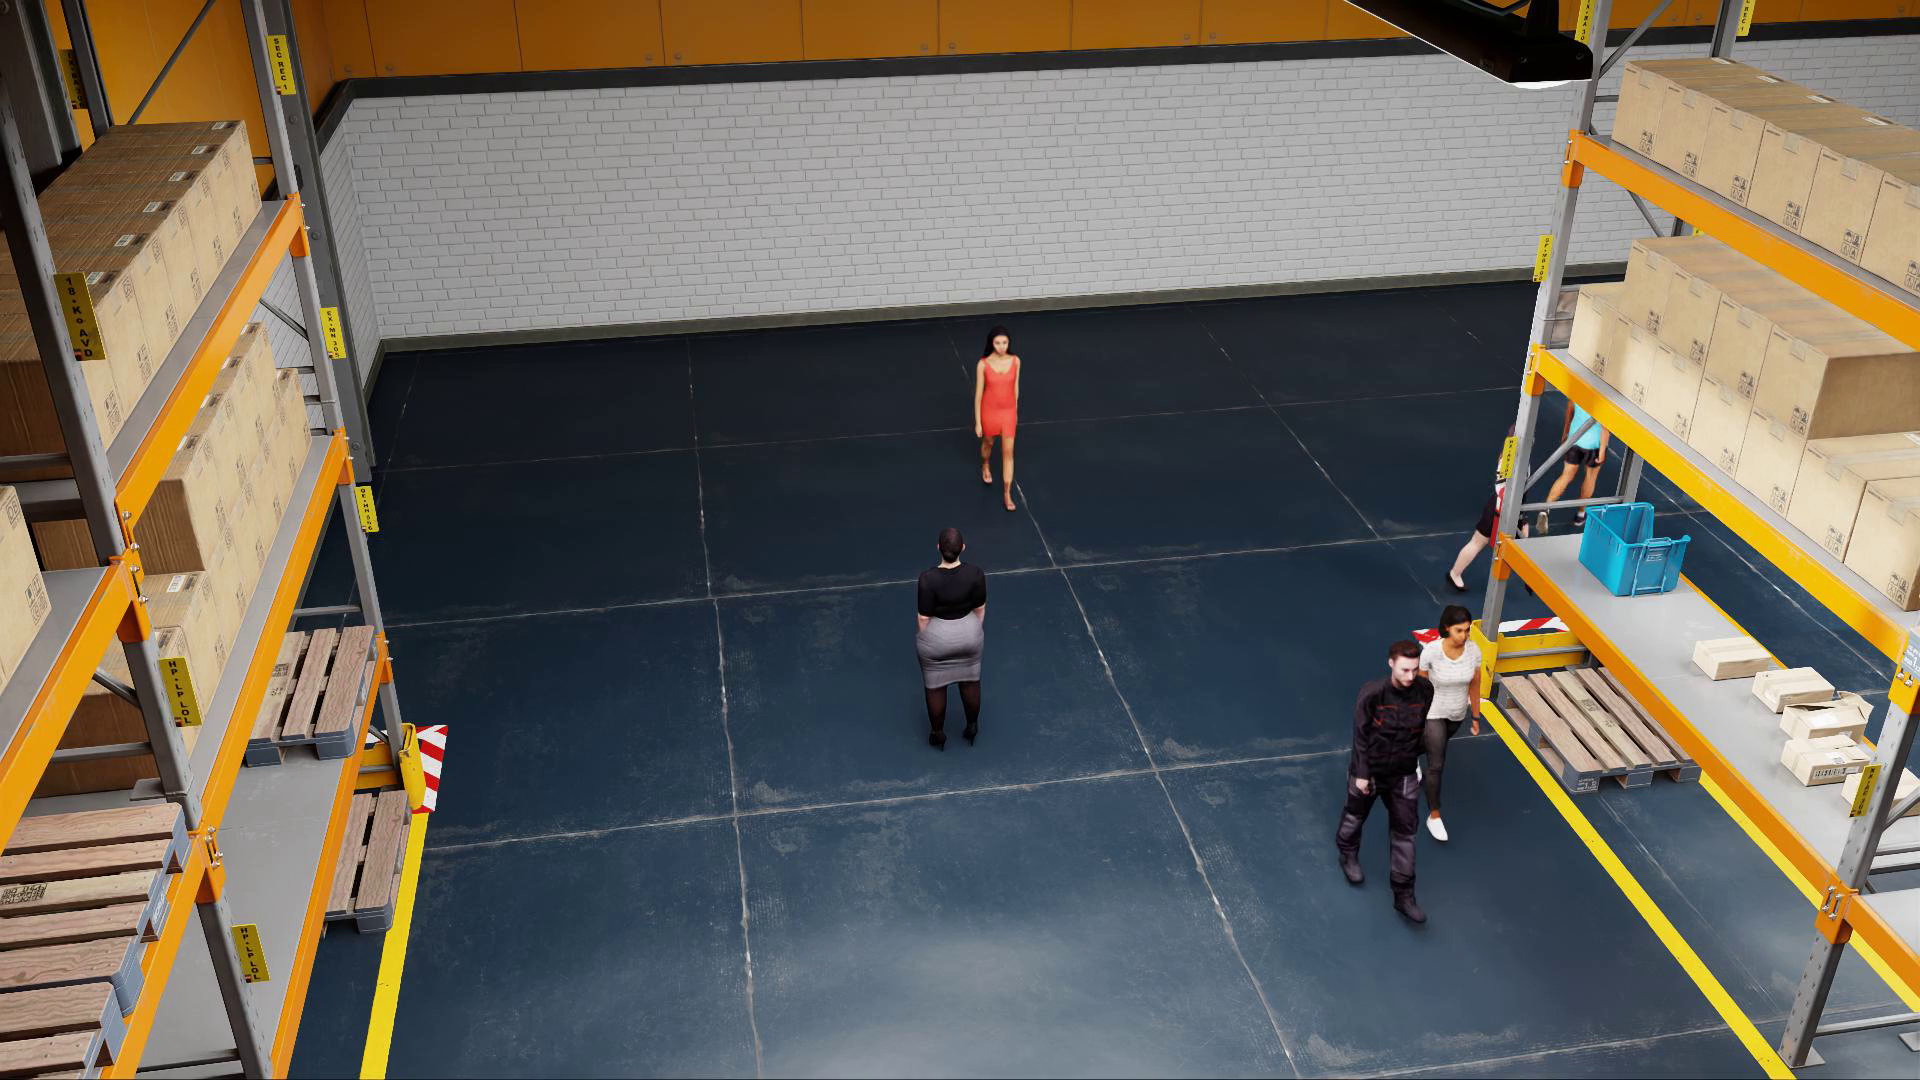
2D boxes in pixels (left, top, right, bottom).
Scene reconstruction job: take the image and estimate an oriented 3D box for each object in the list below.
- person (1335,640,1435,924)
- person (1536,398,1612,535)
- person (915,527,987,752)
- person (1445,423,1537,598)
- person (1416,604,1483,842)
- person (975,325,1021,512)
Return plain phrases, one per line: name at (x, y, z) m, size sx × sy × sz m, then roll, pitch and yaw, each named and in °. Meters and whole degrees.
person at (2.624, 1.398, 10.451) m, size 0.686 × 1.870 × 1.049 m, roll -4°, pitch 29°, yaw -7°
person at (5.472, -0.827, 14.657) m, size 1.046 × 1.748 × 1.104 m, roll -23°, pitch 36°, yaw -36°
person at (-0.062, 0.710, 11.828) m, size 0.687 × 1.759 × 0.631 m, roll -8°, pitch 30°, yaw -14°
person at (4.377, -0.221, 13.705) m, size 1.013 × 1.597 × 1.108 m, roll 10°, pitch 30°, yaw 18°
person at (3.224, 1.122, 11.239) m, size 0.600 × 1.599 × 1.134 m, roll -4°, pitch 29°, yaw -7°
person at (0.320, -1.186, 15.396) m, size 0.636 × 1.671 × 1.138 m, roll -6°, pitch 29°, yaw -11°
